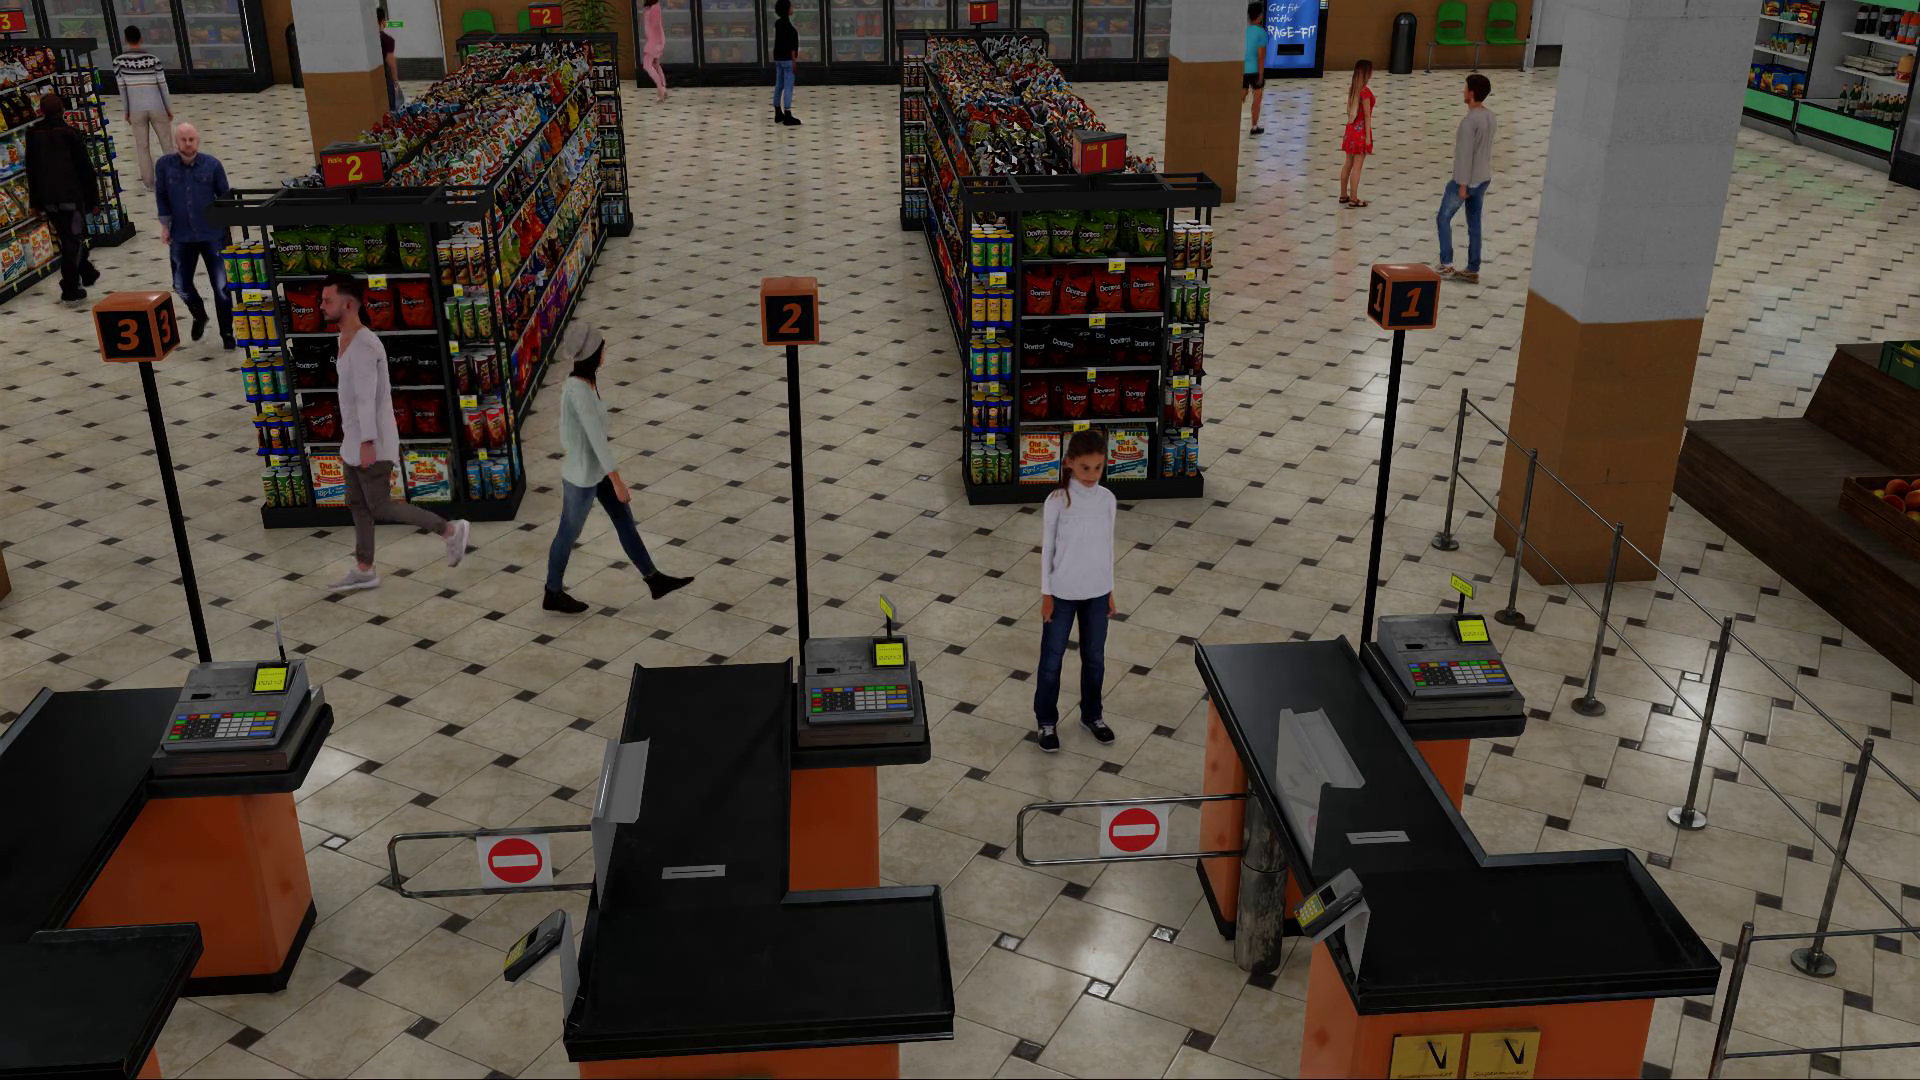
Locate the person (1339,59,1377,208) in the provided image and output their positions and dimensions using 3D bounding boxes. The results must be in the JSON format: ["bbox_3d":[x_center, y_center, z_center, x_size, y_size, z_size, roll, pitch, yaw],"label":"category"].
[{"bbox_3d":[4.421,-4.533,18.519,0.674,1.593,0.544,-7,25,-16],"label":"person"}]

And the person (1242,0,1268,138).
[{"bbox_3d":[3.821,-6.238,22.219,1.094,1.751,1.085,-21,31,-39],"label":"person"}]

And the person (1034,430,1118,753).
[{"bbox_3d":[0.544,0.222,7.694,0.566,1.560,0.573,-6,24,-14],"label":"person"}]

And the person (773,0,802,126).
[{"bbox_3d":[-2.465,-6.720,23.390,0.709,1.695,0.624,-16,28,-32],"label":"person"}]

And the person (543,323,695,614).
[{"bbox_3d":[-2.082,-0.340,8.918,0.668,1.609,0.981,-1,24,-3],"label":"person"}]

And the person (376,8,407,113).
[{"bbox_3d":[-7.317,-5.721,20.933,0.781,1.835,0.793,6,24,13],"label":"person"}]

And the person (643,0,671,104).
[{"bbox_3d":[-4.483,-7.440,24.927,0.785,1.782,0.644,-8,25,-17],"label":"person"}]

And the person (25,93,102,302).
[{"bbox_3d":[-8.036,-3.008,14.821,0.745,1.763,1.182,-1,24,-3],"label":"person"}]

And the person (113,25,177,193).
[{"bbox_3d":[-9.387,-4.980,19.204,0.744,1.861,0.681,-9,25,-20],"label":"person"}]

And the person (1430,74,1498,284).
[{"bbox_3d":[4.778,-3.296,15.328,0.831,1.884,0.887,-18,30,-36],"label":"person"}]

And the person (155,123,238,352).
[{"bbox_3d":[-6.190,-2.470,13.525,0.826,1.817,0.826,-7,25,-15],"label":"person"}]

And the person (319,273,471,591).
[{"bbox_3d":[-3.199,-0.583,9.204,1.043,1.823,1.101,-14,27,-29],"label":"person"}]
